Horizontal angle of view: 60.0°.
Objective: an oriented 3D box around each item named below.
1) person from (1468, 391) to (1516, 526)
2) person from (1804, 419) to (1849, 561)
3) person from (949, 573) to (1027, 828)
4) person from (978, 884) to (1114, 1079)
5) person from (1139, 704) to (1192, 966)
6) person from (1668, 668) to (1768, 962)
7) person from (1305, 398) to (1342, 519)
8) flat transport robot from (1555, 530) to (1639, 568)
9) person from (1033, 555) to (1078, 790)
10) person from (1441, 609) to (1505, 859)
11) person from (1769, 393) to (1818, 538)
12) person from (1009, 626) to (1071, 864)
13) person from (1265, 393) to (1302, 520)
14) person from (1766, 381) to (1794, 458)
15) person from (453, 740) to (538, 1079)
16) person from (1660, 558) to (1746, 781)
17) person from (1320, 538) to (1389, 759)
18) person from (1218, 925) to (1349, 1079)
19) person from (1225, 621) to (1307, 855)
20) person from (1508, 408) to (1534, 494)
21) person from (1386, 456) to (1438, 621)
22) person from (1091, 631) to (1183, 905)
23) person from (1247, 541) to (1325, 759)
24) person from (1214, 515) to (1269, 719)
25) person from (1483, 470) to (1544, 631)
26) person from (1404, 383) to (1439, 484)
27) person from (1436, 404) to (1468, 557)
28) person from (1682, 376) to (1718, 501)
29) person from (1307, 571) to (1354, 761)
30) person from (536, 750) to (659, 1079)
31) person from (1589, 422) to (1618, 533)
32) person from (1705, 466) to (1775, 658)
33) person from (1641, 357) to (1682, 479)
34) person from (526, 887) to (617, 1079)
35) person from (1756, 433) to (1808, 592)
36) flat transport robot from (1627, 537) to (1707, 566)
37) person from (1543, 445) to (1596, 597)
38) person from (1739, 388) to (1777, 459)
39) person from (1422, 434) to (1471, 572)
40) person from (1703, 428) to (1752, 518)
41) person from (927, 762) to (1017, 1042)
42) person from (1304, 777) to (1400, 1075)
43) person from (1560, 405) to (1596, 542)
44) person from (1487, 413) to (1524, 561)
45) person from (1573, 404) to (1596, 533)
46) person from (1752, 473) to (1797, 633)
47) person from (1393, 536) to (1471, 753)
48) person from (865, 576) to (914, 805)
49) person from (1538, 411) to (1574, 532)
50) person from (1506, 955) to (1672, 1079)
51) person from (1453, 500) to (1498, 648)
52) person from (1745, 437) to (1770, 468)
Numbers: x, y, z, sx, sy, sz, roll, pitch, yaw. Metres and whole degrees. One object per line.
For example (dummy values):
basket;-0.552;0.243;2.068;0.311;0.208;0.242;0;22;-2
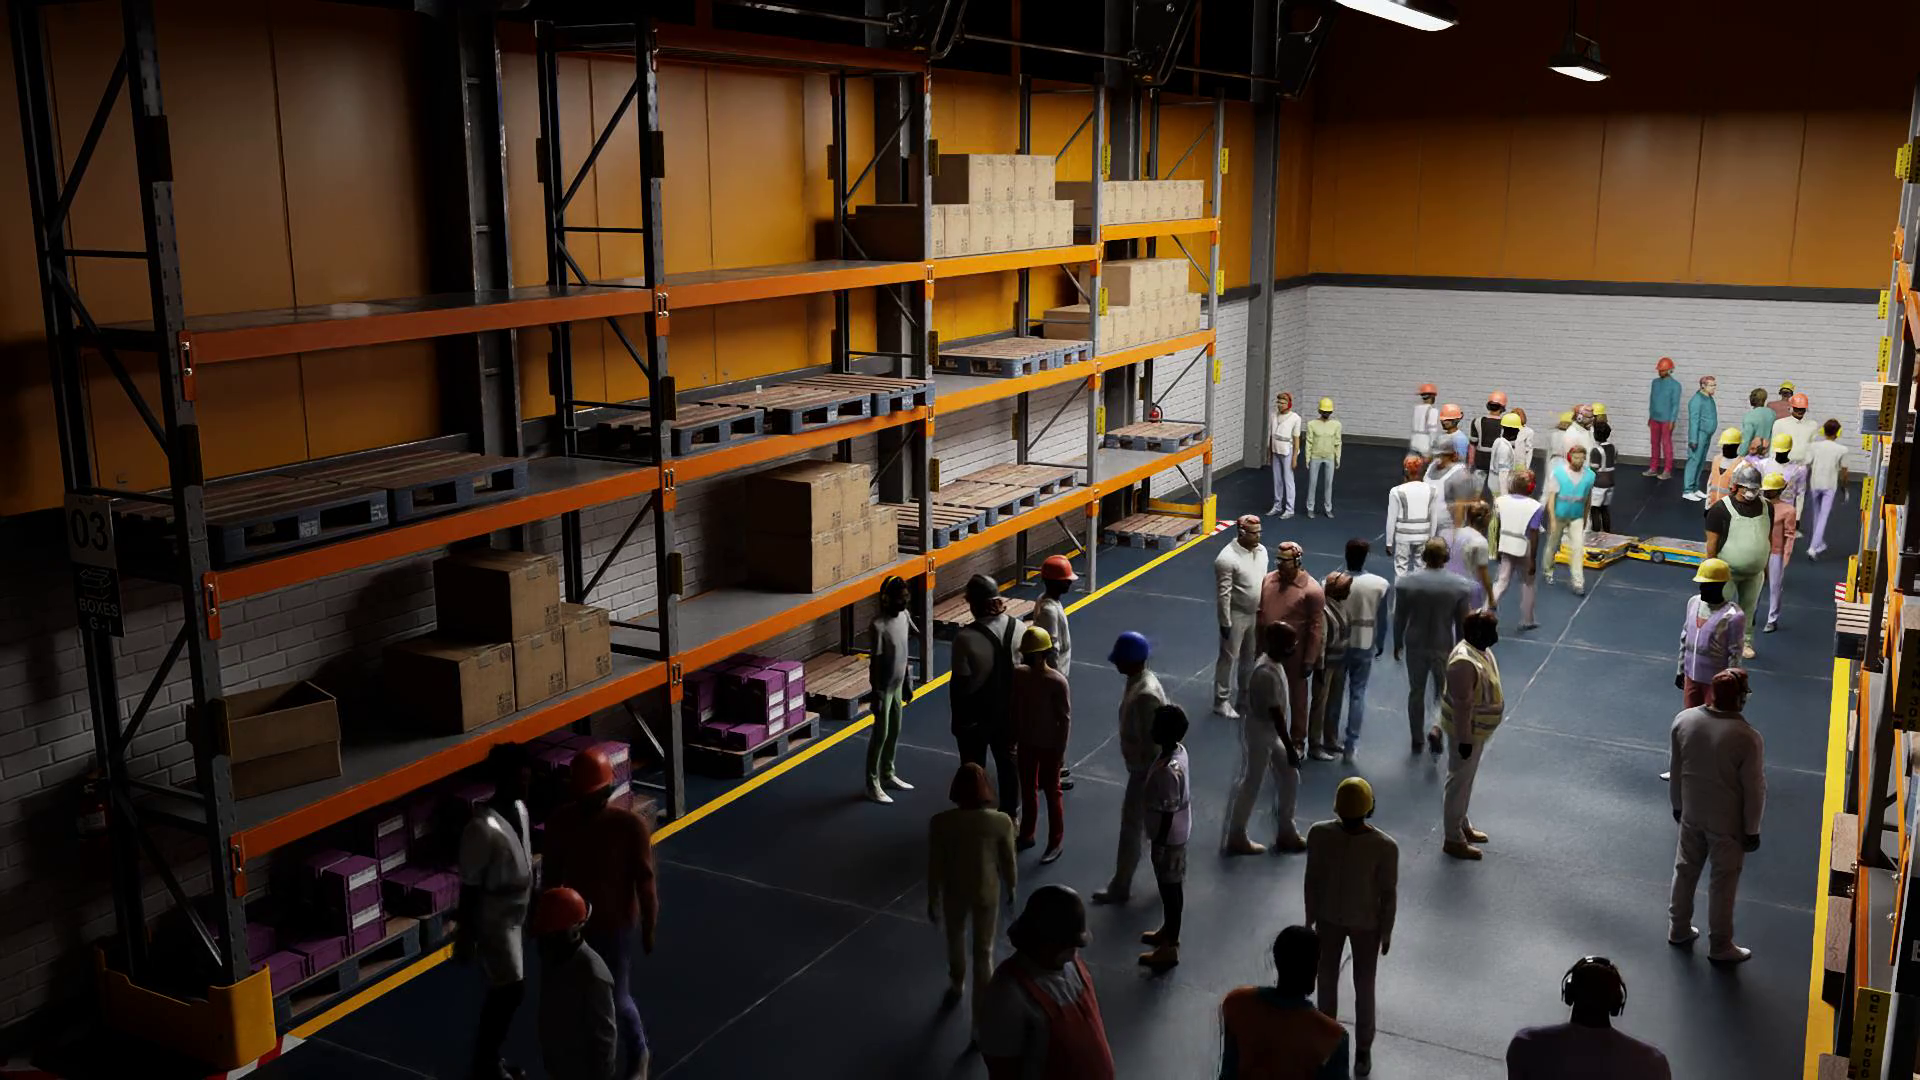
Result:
person;7.254;-1.016;22.694;0.613;2.029;0.409;7;14;28
person;11.191;-0.657;21.566;0.955;1.825;0.563;-12;17;-43
person;0.179;1.229;12.606;0.682;2.000;0.535;-8;15;-33
person;0.404;2.434;7.213;0.537;2.000;0.678;7;14;28
person;1.309;1.857;10.568;0.318;1.699;0.535;3;13;11
person;4.842;1.740;10.622;0.409;1.907;0.648;-7;15;-30
person;5.237;-1.176;24.006;0.525;1.762;0.338;0;13;0
flat transport robot;8.274;0.105;21.634;0.652;0.197;1.431;11;17;42
person;0.773;1.065;13.572;0.358;1.936;0.552;0;13;-1
person;3.780;1.402;12.281;0.430;1.845;0.621;7;14;27
person;11.391;-1.018;22.769;0.613;1.994;0.381;1;13;3
person;0.561;1.481;12.099;0.528;1.767;0.329;11;17;42
person;4.698;-1.223;24.050;0.383;1.837;0.564;-8;15;-32
person;12.786;-1.596;25.911;0.535;1.753;0.341;6;14;24
person;-2.520;2.066;9.132;0.464;1.914;0.692;1;13;2
person;6.045;1.090;13.485;0.370;1.927;0.588;-5;14;-21
person;3.415;0.895;14.494;0.594;1.865;1.012;3;13;12
person;1.383;2.549;7.121;0.608;1.872;0.996;12;17;43
person;2.323;1.460;12.101;0.801;1.801;0.521;3;13;14
person;7.968;-1.092;23.918;0.497;1.633;0.285;9;15;34
person;5.009;-0.001;18.482;0.579;1.880;0.360;-2;13;-7
person;1.271;1.541;11.562;0.686;1.902;0.655;1;13;2
person;2.763;0.946;14.176;0.408;1.908;0.642;-12;17;-42
person;2.624;0.695;15.332;0.644;1.898;0.398;-10;16;-39
person;5.997;0.137;18.010;0.887;1.817;0.579;-8;15;-33
person;6.883;-1.370;24.593;0.918;1.879;0.567;-7;15;-30
person;6.312;-0.751;21.496;0.416;2.035;0.609;-1;13;-6
person;11.328;-1.558;25.389;0.403;1.906;0.651;11;17;41
person;3.181;1.068;14.258;0.313;1.634;0.514;11;17;40
person;-1.964;2.066;8.990;0.635;1.978;0.422;4;13;16
person;8.561;-0.738;22.216;0.534;1.686;0.331;-10;16;-38
person;8.026;0.227;17.092;0.683;2.000;0.536;-1;13;-3
person;11.466;-1.994;27.166;0.407;1.987;0.612;-4;13;-19
person;-1.828;2.445;7.813;0.342;1.747;0.574;-11;16;-39
person;9.747;-0.334;19.875;0.586;1.921;0.379;10;16;38
flat transport robot;9.397;0.174;21.328;1.431;0.197;0.652;11;17;40
person;7.275;-0.267;19.885;0.562;1.789;0.980;0;13;2
person;11.337;-1.212;23.766;0.631;1.940;0.372;-7;14;-29
person;5.514;-0.226;19.122;0.543;2.000;0.721;-4;13;-19
person;9.277;-0.403;20.162;0.359;1.930;0.587;-6;14;-23
person;0.069;2.077;9.830;0.529;1.582;0.856;0;13;-1
person;2.153;2.131;9.236;0.516;1.752;0.373;7;14;28
person;8.331;-0.878;22.377;0.402;1.896;0.652;12;17;42
person;7.012;-0.684;21.452;0.398;1.920;0.586;3;13;14
person;8.429;-0.915;22.584;0.364;1.880;0.591;6;14;26
person;8.814;0.131;18.155;0.329;1.763;0.523;-8;15;-32
person;4.025;0.920;14.270;0.636;1.922;0.500;4;13;17
person;-0.563;1.179;13.269;0.373;1.856;0.526;7;14;27
person;8.293;-0.948;23.152;0.859;1.689;0.487;-10;16;-37
person;2.508;2.590;6.742;0.627;1.941;0.371;4;13;18
person;5.121;0.513;16.305;0.724;1.824;0.522;-1;13;-5
person;10.144;-0.513;21.332;0.314;1.630;0.528;1;13;6
